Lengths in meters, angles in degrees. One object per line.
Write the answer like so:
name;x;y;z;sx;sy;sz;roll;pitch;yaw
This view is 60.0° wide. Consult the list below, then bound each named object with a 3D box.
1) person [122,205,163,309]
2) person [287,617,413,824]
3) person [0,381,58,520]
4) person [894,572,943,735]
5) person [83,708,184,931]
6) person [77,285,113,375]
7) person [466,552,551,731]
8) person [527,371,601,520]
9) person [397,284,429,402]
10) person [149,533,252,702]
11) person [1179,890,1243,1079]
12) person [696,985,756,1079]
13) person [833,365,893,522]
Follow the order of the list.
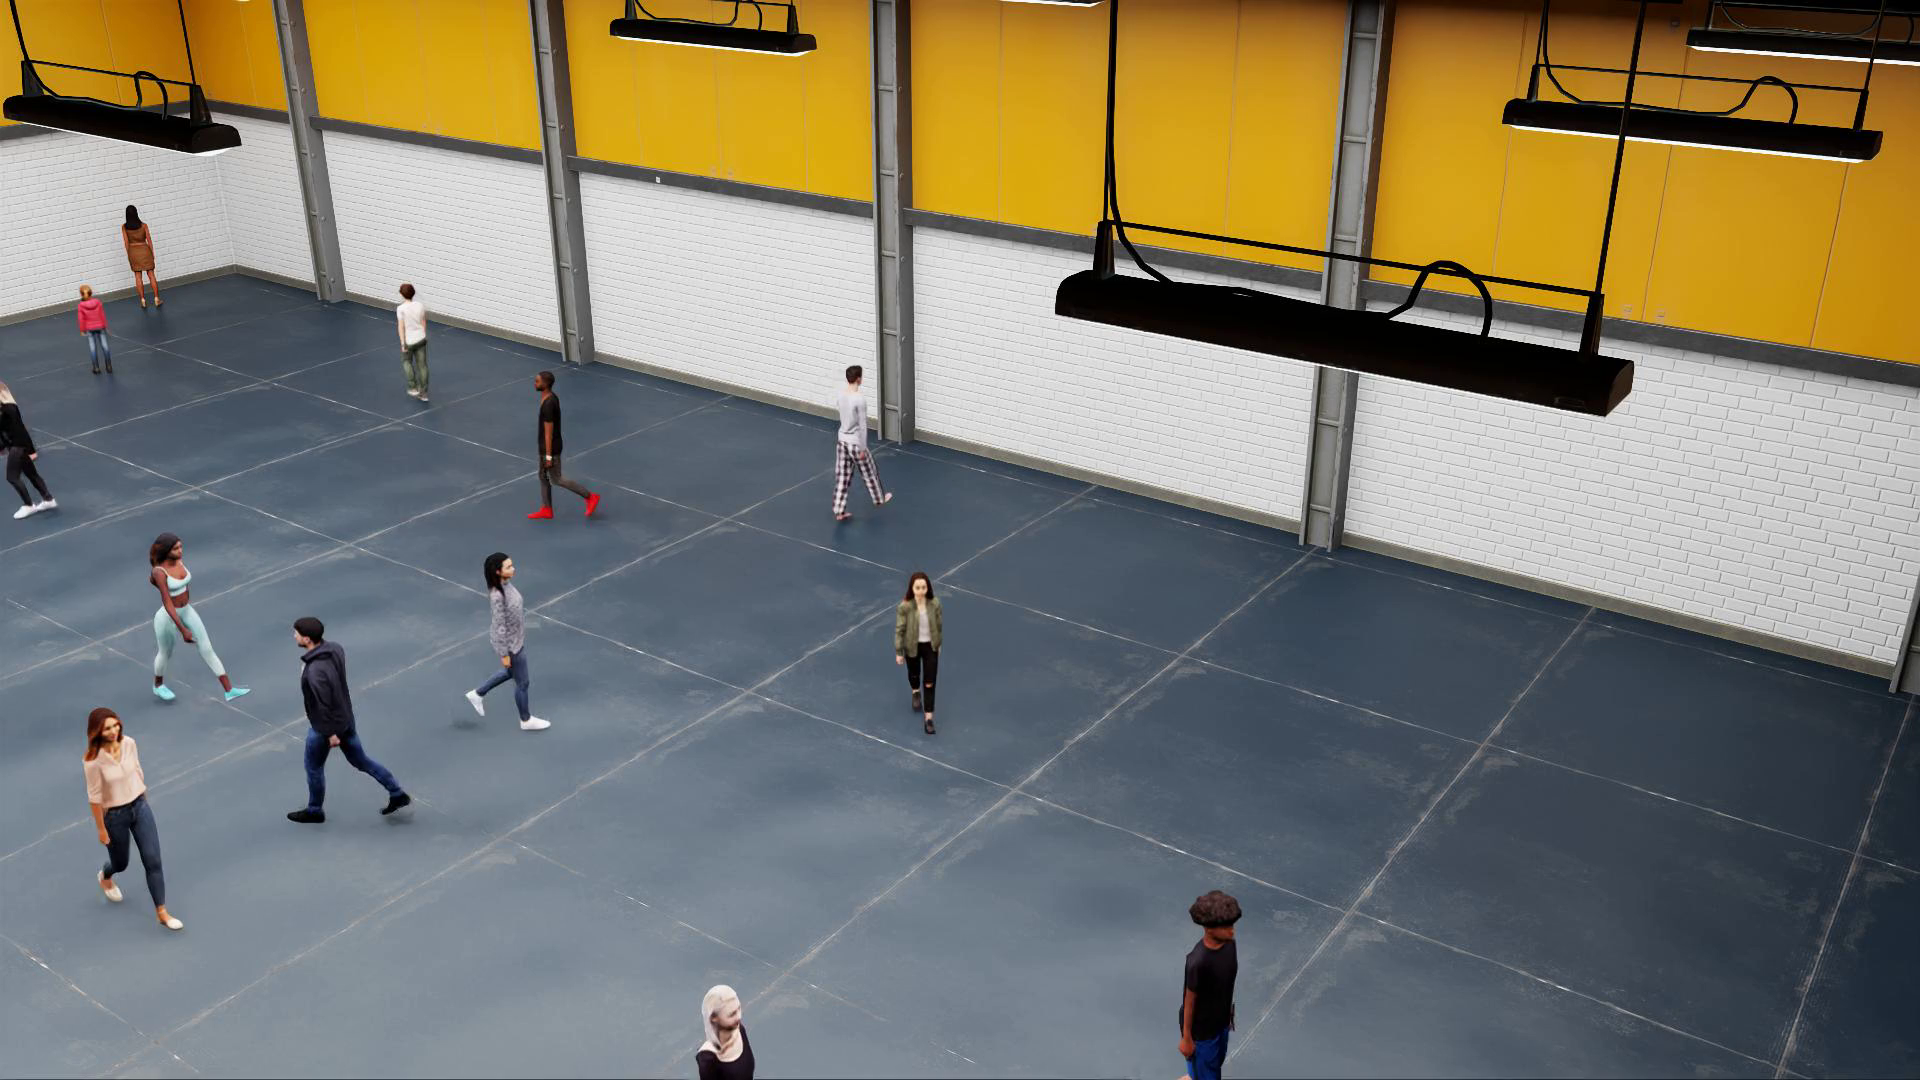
person;-13.589;-4.709;27.570;0.648;1.688;0.671;-9;25;-20
person;-4.909;1.457;13.259;1.316;1.852;1.085;2;24;5
person;-10.844;-1.064;19.274;0.719;1.653;0.758;21;31;40
person;-0.371;0.952;14.933;1.011;1.437;1.057;-3;24;-8
person;-6.146;2.004;12.125;1.116;1.758;0.632;14;27;29
person;-12.647;-3.089;24.328;0.590;1.316;0.606;-16;28;-32
person;-4.061;0.913;14.676;1.067;1.714;0.961;-1;24;-3
person;-4.601;-1.056;19.097;1.153;1.781;1.107;-4;24;-10
person;-7.548;-2.726;23.098;0.705;1.637;0.837;-17;29;-33
person;-7.185;0.757;15.096;1.268;1.663;0.835;7;25;16
person;1.423;2.878;10.084;0.791;1.792;0.665;20;31;38
person;-1.376;3.253;9.242;1.192;1.779;0.686;12;26;25
person;-1.293;-1.080;19.110;1.052;1.815;0.774;18;30;36
